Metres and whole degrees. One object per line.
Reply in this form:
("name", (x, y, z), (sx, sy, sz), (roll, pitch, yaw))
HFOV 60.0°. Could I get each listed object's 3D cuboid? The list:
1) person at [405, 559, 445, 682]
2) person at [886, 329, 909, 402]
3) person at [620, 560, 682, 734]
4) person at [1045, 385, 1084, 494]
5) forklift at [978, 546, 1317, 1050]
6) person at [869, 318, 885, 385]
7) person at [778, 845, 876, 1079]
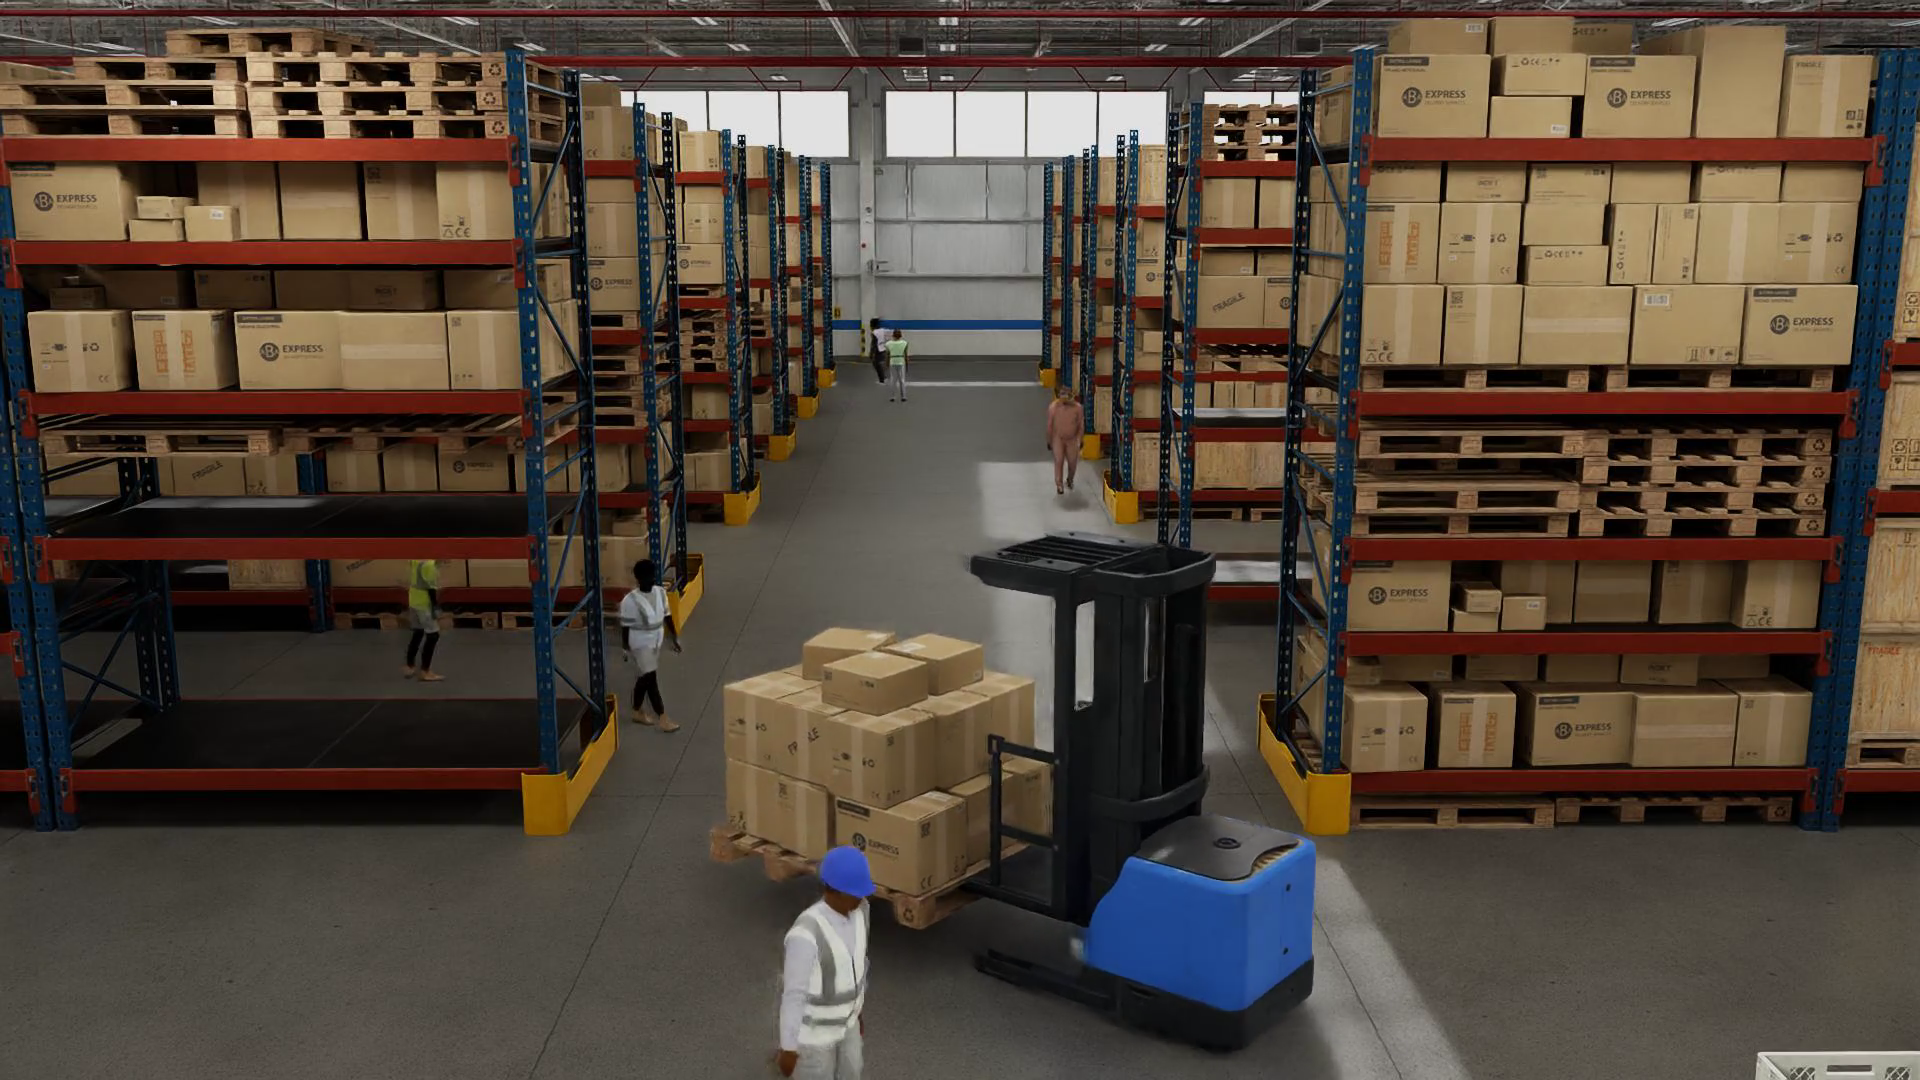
("person", (-5.638, 0.671, 17.421), (0.381, 1.657, 0.679), (-7, 14, -33))
("person", (-1.589, -4.427, 42.214), (0.571, 1.845, 0.382), (0, 11, -1))
("person", (-2.884, 1.006, 15.743), (0.814, 1.660, 0.541), (7, 13, 31))
("person", (1.813, -1.742, 28.771), (0.689, 1.899, 0.466), (0, 11, 0))
("forklift", (1.198, 1.479, 10.369), (1.873, 2.768, 1.129), (9, 14, 37))
("person", (-2.298, -5.214, 46.066), (0.409, 1.860, 0.696), (2, 12, 11))
("person", (-0.719, 2.389, 8.300), (0.696, 1.911, 0.618), (7, 13, 31))
